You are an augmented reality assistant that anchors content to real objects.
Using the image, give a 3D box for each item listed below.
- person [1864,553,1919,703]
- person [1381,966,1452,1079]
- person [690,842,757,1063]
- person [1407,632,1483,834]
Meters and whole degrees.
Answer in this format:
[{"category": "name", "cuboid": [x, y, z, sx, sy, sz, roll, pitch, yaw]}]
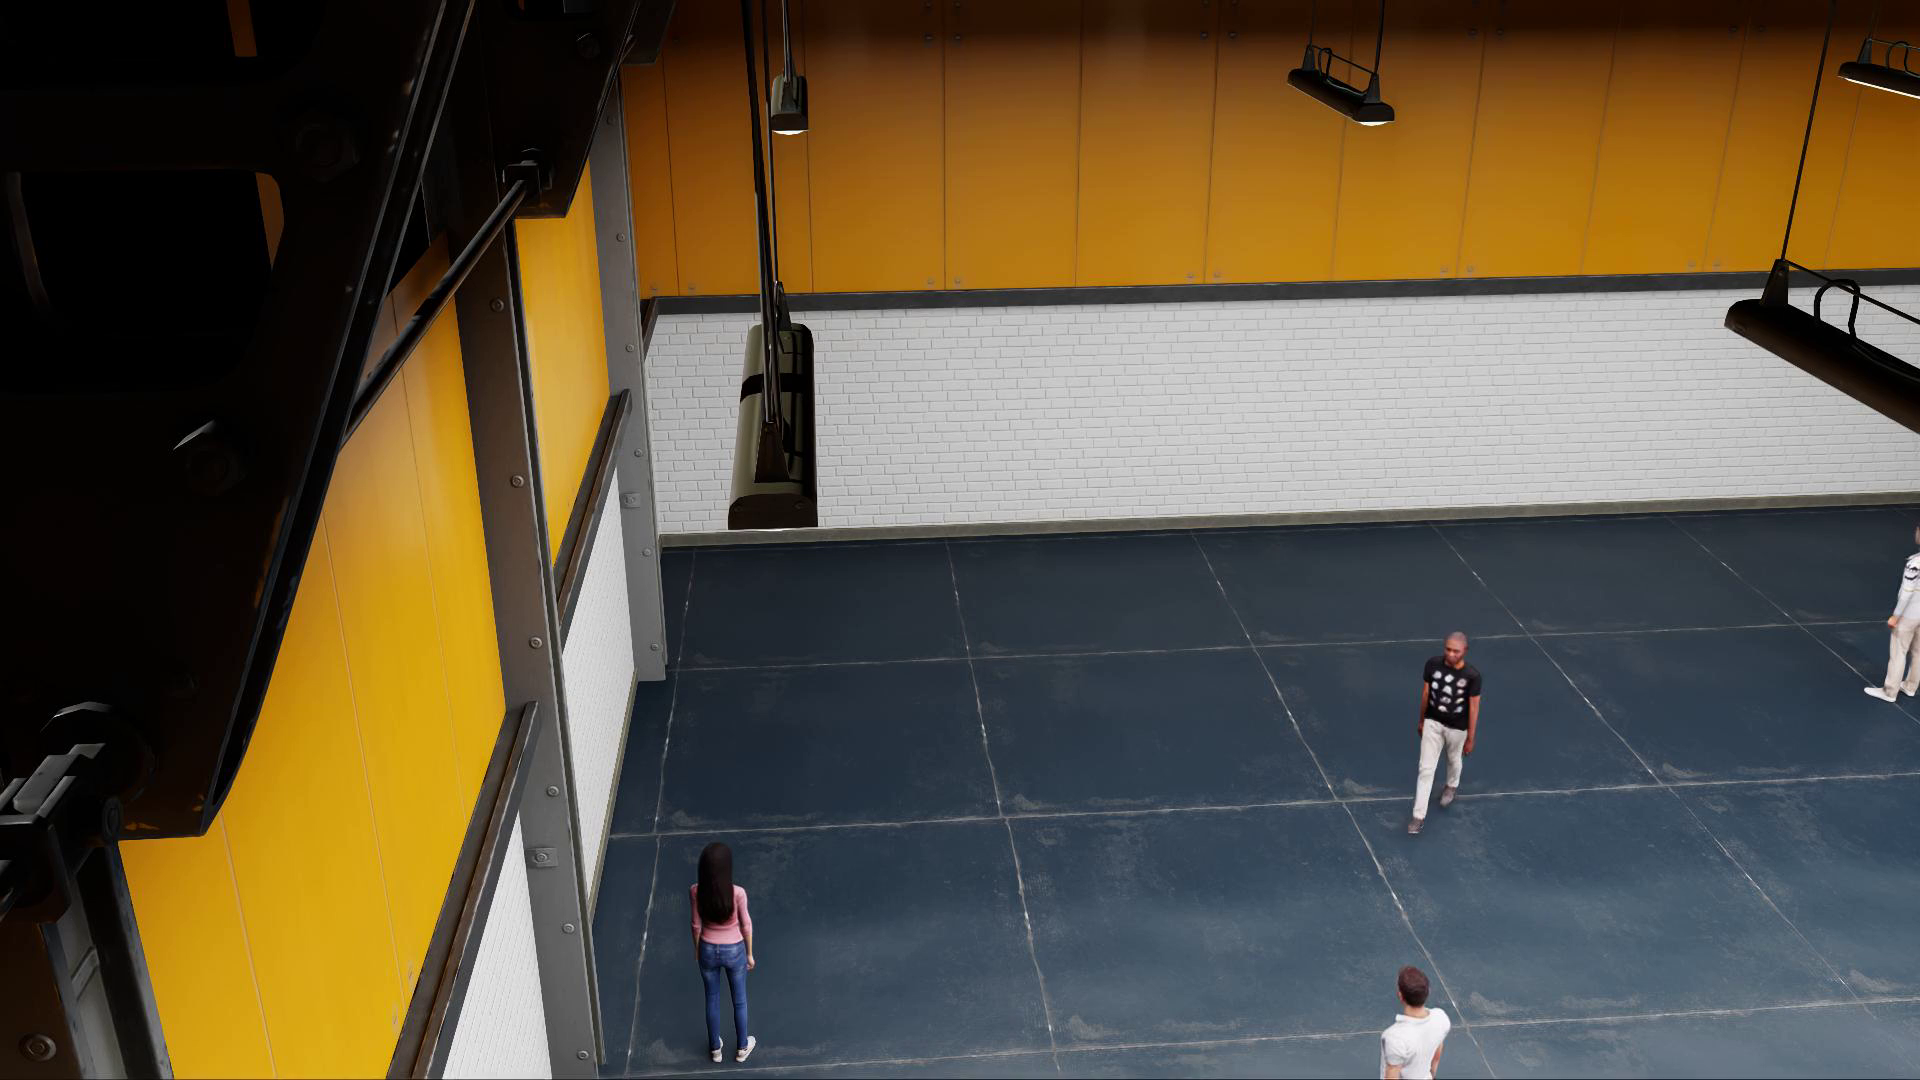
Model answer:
[{"category": "person", "cuboid": [9.278, 0.692, 16.144, 0.746, 1.861, 0.685, -10, 25, -21]}, {"category": "person", "cuboid": [2.693, 3.374, 10.018, 0.734, 1.854, 0.728, -15, 28, -31]}, {"category": "person", "cuboid": [-1.635, 2.825, 11.414, 0.589, 1.742, 0.543, 1, 24, 2]}, {"category": "person", "cuboid": [4.202, 1.582, 14.245, 1.140, 1.751, 1.304, 14, 27, 29]}]
